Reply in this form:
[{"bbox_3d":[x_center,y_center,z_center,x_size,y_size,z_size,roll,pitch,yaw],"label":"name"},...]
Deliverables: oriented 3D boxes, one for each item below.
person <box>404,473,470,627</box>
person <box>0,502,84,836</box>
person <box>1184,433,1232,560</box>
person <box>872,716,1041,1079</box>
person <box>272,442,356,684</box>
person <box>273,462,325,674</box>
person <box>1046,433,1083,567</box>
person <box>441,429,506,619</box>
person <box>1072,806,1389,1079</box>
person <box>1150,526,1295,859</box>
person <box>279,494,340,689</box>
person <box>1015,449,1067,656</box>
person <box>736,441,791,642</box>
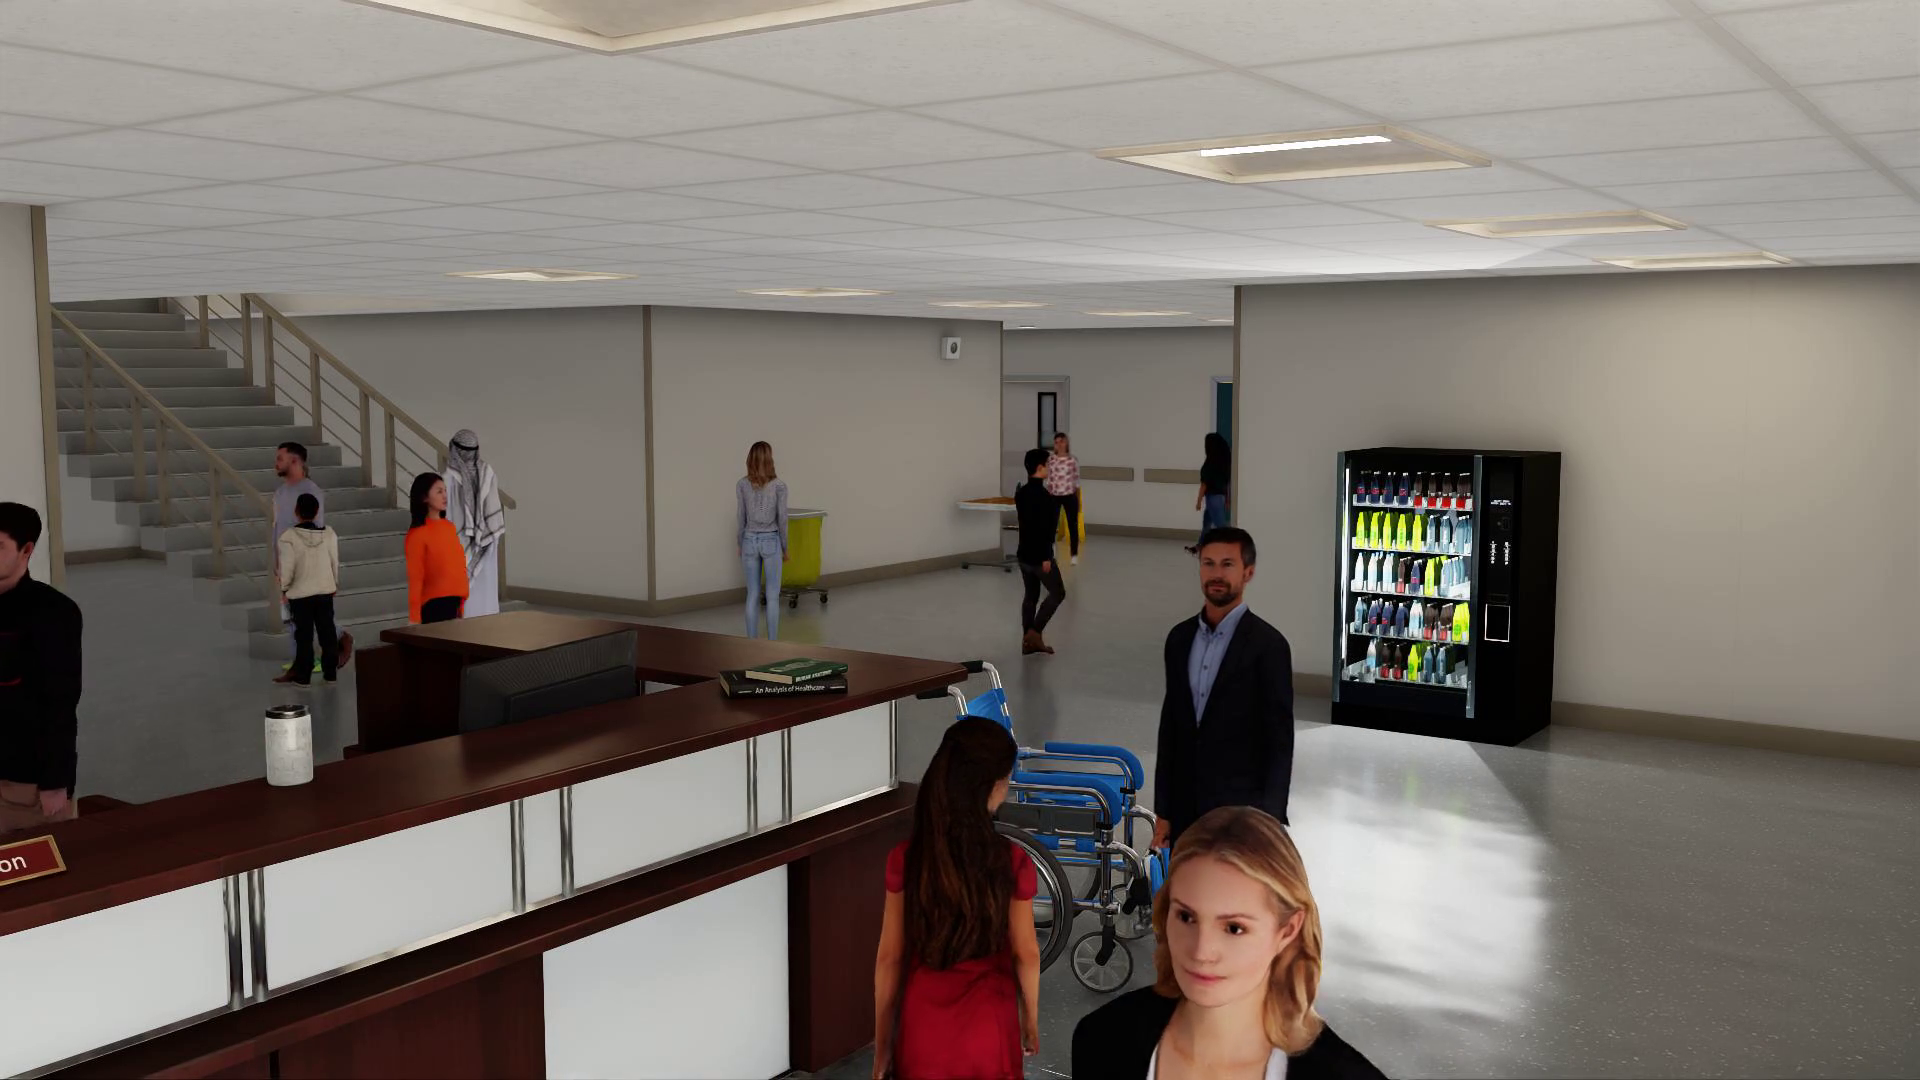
[{"bbox_3d":[-3.300,0.468,10.246,1.170,1.712,0.929,1,6,10],"label":"person"},{"bbox_3d":[-3.208,0.816,5.815,0.688,1.907,0.836,2,6,23],"label":"person"},{"bbox_3d":[3.177,-0.473,20.291,1.084,1.574,0.680,5,8,42],"label":"person"},{"bbox_3d":[-0.014,1.203,3.863,0.846,1.527,0.819,1,6,8],"label":"person"},{"bbox_3d":[-4.967,0.174,12.667,0.813,1.812,0.738,4,7,34],"label":"person"},{"bbox_3d":[-5.163,0.186,13.100,0.584,1.702,0.726,2,6,15],"label":"person"},{"bbox_3d":[1.227,-0.493,20.309,0.970,1.610,0.956,0,6,-4],"label":"person"},{"bbox_3d":[-3.772,0.101,12.822,0.666,1.926,0.720,5,8,42],"label":"person"},{"bbox_3d":[0.380,1.231,2.312,0.823,1.782,0.724,3,6,28],"label":"person"},{"bbox_3d":[0.844,0.881,5.353,0.570,1.871,0.733,5,8,44],"label":"person"},{"bbox_3d":[-4.878,0.369,12.514,0.629,1.455,0.603,-5,7,-39],"label":"person"},{"bbox_3d":[0.583,0.109,13.793,0.825,1.716,0.694,-3,6,-27],"label":"person"},{"bbox_3d":[-1.625,0.081,13.675,0.553,1.796,0.709,1,6,14],"label":"person"}]
